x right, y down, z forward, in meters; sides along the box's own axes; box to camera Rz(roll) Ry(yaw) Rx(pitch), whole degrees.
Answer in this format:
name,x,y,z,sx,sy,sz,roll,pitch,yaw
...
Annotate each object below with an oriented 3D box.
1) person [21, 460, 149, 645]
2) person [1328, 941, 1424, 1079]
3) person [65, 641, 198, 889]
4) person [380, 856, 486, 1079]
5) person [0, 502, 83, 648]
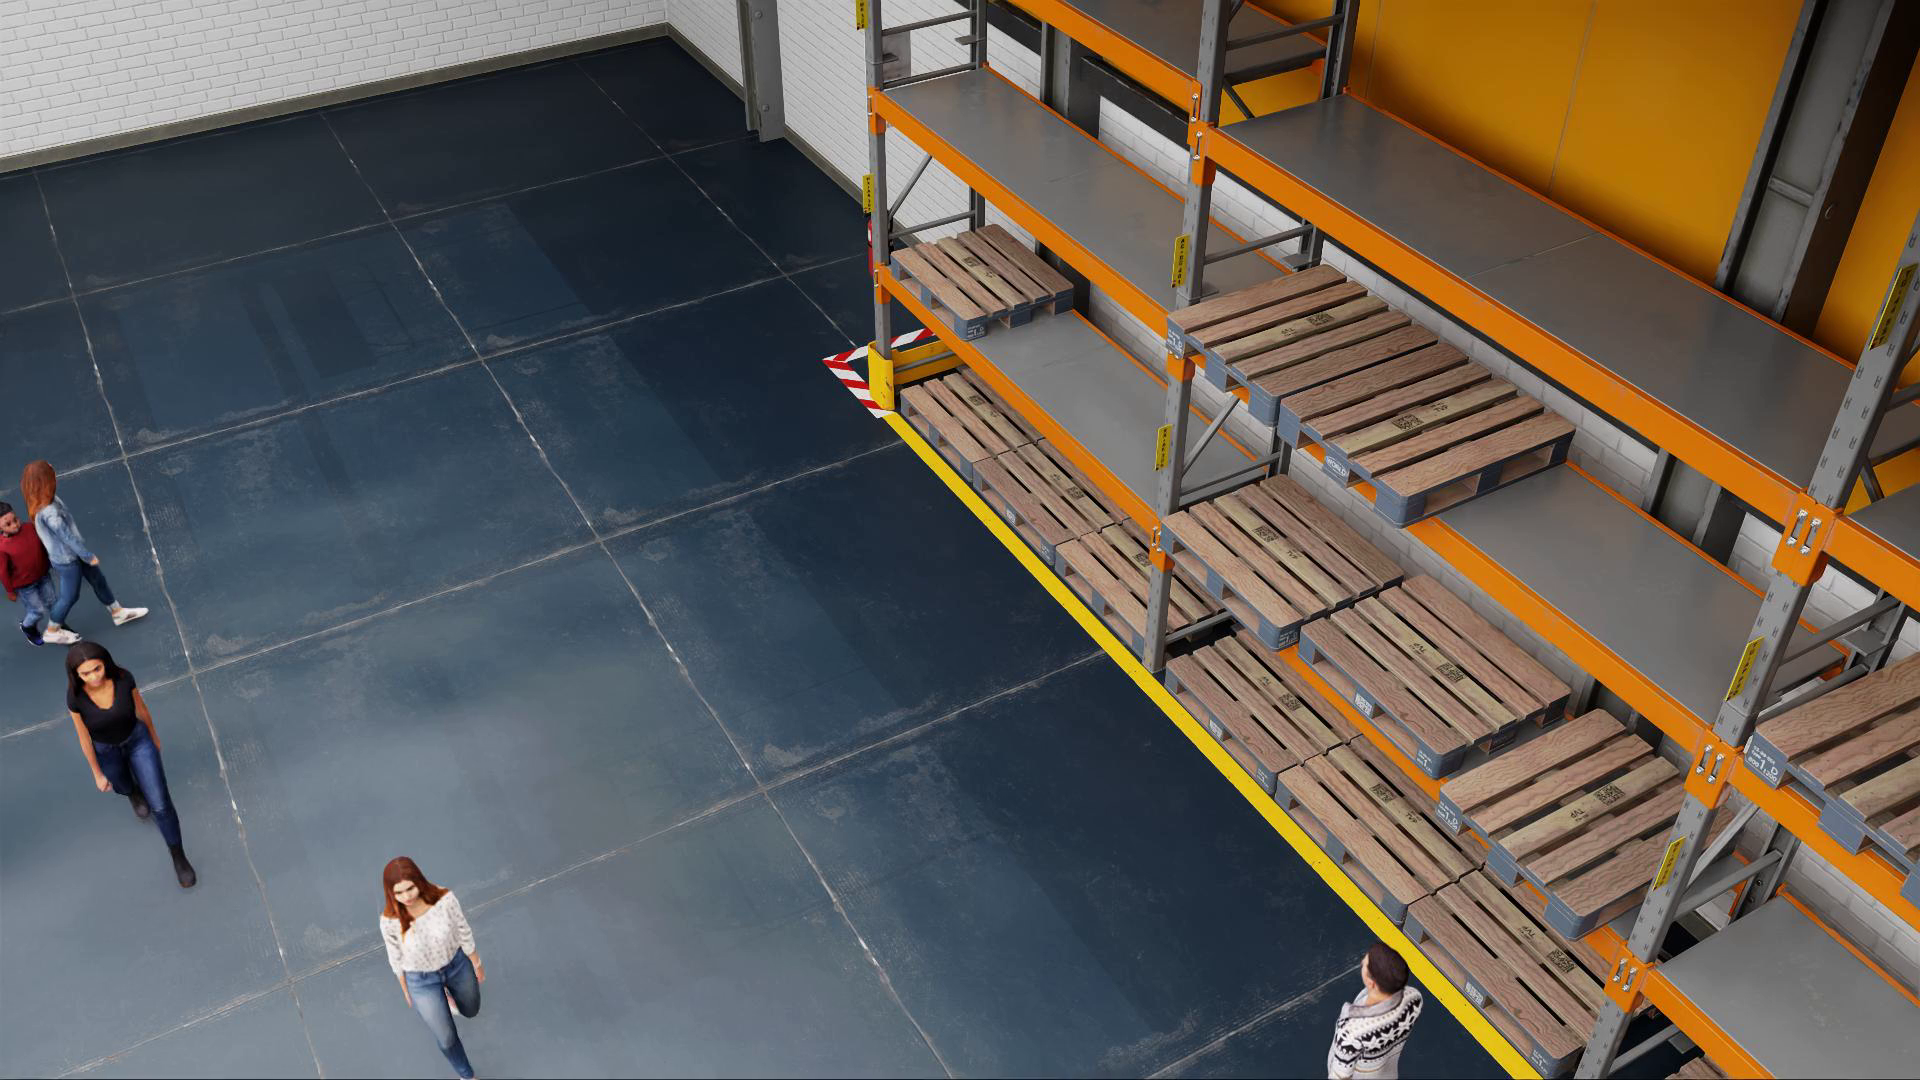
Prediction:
name,x,y,z,sx,sy,sz,roll,pitch,yaw
person,-6.251,0.130,11.499,0.607,1.458,0.846,-19,43,-23
person,1.950,2.611,8.068,0.702,1.861,0.599,-25,45,-28
person,-5.010,1.240,9.914,0.638,1.700,1.185,-24,44,-27
person,-2.734,2.210,8.691,0.576,1.710,0.970,-18,42,-22
person,-6.510,0.233,11.540,0.718,1.244,0.658,12,40,14
